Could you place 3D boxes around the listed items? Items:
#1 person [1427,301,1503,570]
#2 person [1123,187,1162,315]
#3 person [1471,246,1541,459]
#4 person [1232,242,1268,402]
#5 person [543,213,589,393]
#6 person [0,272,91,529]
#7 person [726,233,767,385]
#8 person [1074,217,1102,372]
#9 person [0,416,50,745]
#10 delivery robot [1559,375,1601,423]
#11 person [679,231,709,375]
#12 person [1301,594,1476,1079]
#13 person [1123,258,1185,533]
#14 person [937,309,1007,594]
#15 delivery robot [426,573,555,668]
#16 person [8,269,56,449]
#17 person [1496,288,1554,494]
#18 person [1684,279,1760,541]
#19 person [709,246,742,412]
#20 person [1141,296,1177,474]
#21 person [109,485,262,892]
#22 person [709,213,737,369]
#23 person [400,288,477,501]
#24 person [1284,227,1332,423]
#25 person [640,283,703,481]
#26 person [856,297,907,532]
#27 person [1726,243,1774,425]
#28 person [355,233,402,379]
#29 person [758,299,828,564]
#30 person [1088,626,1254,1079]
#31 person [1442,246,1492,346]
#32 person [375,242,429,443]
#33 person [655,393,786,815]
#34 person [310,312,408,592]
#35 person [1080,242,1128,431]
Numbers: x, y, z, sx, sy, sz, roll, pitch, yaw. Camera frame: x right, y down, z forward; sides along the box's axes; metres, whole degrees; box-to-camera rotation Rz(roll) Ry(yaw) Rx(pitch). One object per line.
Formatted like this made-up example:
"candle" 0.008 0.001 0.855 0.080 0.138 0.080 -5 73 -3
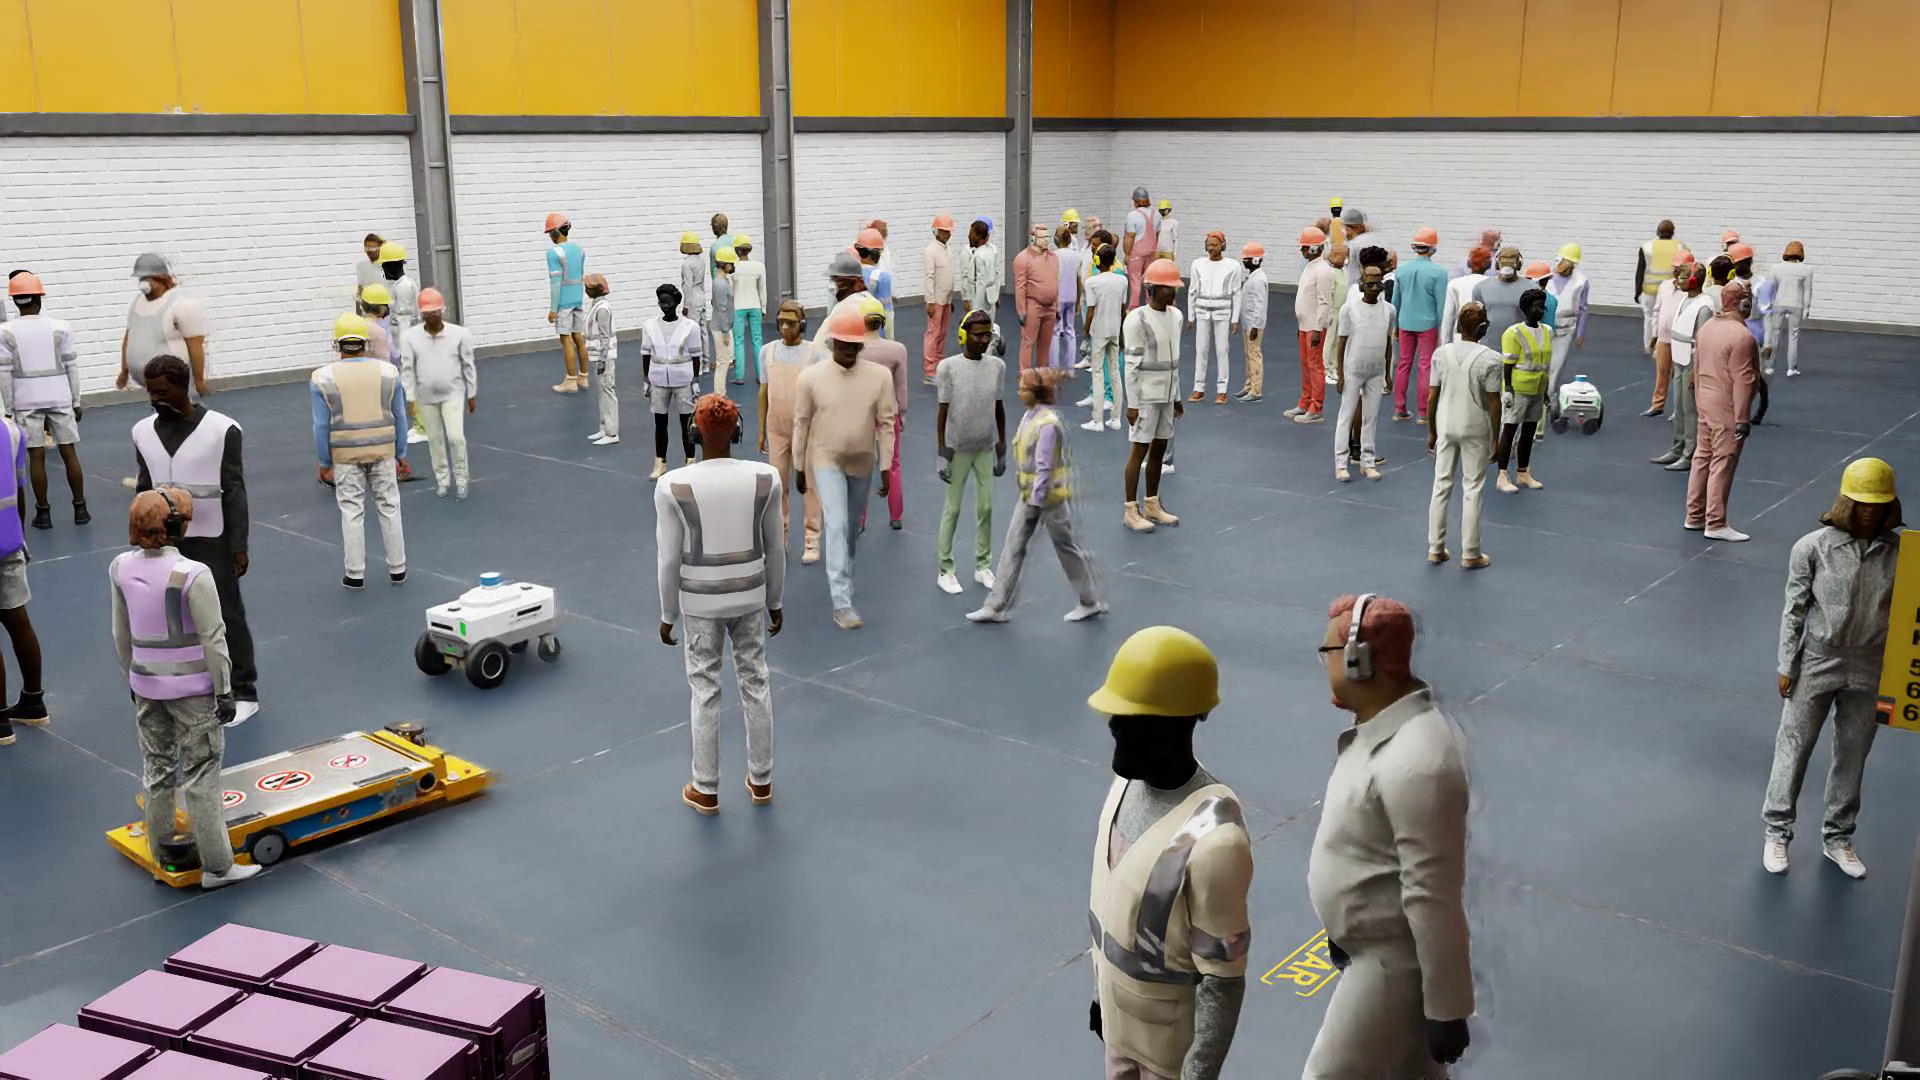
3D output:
"person" 3.458 -0.714 11.421 0.520 1.844 0.330 11 18 37
"person" 2.852 -4.619 26.633 0.678 2.000 0.537 -11 17 -36
"person" 4.959 -1.715 15.233 0.635 1.937 0.359 6 15 21
"person" 3.212 -2.406 18.375 0.334 1.749 0.572 0 14 0
"person" -4.509 -2.695 18.959 0.405 2.034 0.609 6 15 22
"person" -6.941 -1.045 12.573 0.543 1.932 0.376 -9 17 -32
"person" -2.532 -2.707 19.553 0.535 1.766 0.321 -7 16 -25
"person" 1.633 -3.034 20.575 0.403 1.904 0.652 -6 15 -23
"person" -4.824 0.036 8.181 0.361 1.964 0.613 2 14 9
"delivery robot" 6.182 -1.400 16.592 0.477 0.478 0.707 4 15 15
"person" -3.275 -2.900 20.365 0.295 1.743 0.492 4 15 15
"person" 1.111 1.062 4.298 0.653 1.861 0.654 3 14 12
"person" 1.483 -1.084 12.494 0.388 2.043 0.615 13 19 43
"person" 0.078 -0.577 10.856 0.521 1.860 0.320 -6 15 -23
"delivery robot" -2.613 0.425 9.297 0.477 0.478 0.707 9 17 32
"person" -8.729 -1.709 15.725 0.320 1.686 0.538 -4 15 -15
"person" 4.705 -1.239 13.825 0.539 1.696 0.317 -8 16 -28
"person" 5.655 -0.957 12.259 0.409 1.912 0.651 -1 14 -3
"person" -2.488 -2.231 17.674 0.343 1.755 0.531 -2 14 -7
"person" 1.744 -1.392 14.561 0.264 1.632 0.507 -3 14 -10
"person" -3.104 0.595 6.608 0.524 1.639 0.308 5 15 20
"person" -2.963 -3.107 20.801 0.372 1.938 0.630 2 14 9
"person" -4.218 -1.169 13.468 0.561 1.727 0.626 -2 14 -8
"person" 3.600 -2.200 17.070 0.384 1.990 0.612 -1 14 -6
"person" -2.469 -1.347 14.254 0.535 1.697 0.318 1 14 3
"person" -0.654 -0.943 12.525 0.522 1.758 0.350 -3 14 -12
"person" 7.915 -2.034 16.649 0.902 1.887 0.599 -9 17 -32
"person" -6.559 -2.568 18.864 0.518 1.838 0.881 4 15 16
"person" -1.164 -0.747 11.554 0.508 1.847 0.345 3 14 13
"person" 0.457 1.126 3.901 0.359 1.930 0.587 -5 15 -18
"person" 4.964 -1.905 16.134 0.585 1.874 0.351 11 18 38
"person" -5.348 -1.892 15.996 0.402 1.916 0.585 -5 15 -18
"person" -1.049 0.287 7.349 0.578 1.883 0.353 -6 15 -23
"person" -3.913 -0.573 10.886 0.586 1.833 0.404 -8 16 -29
"person" 1.430 -2.019 16.586 0.512 1.873 0.329 -8 16 -29
